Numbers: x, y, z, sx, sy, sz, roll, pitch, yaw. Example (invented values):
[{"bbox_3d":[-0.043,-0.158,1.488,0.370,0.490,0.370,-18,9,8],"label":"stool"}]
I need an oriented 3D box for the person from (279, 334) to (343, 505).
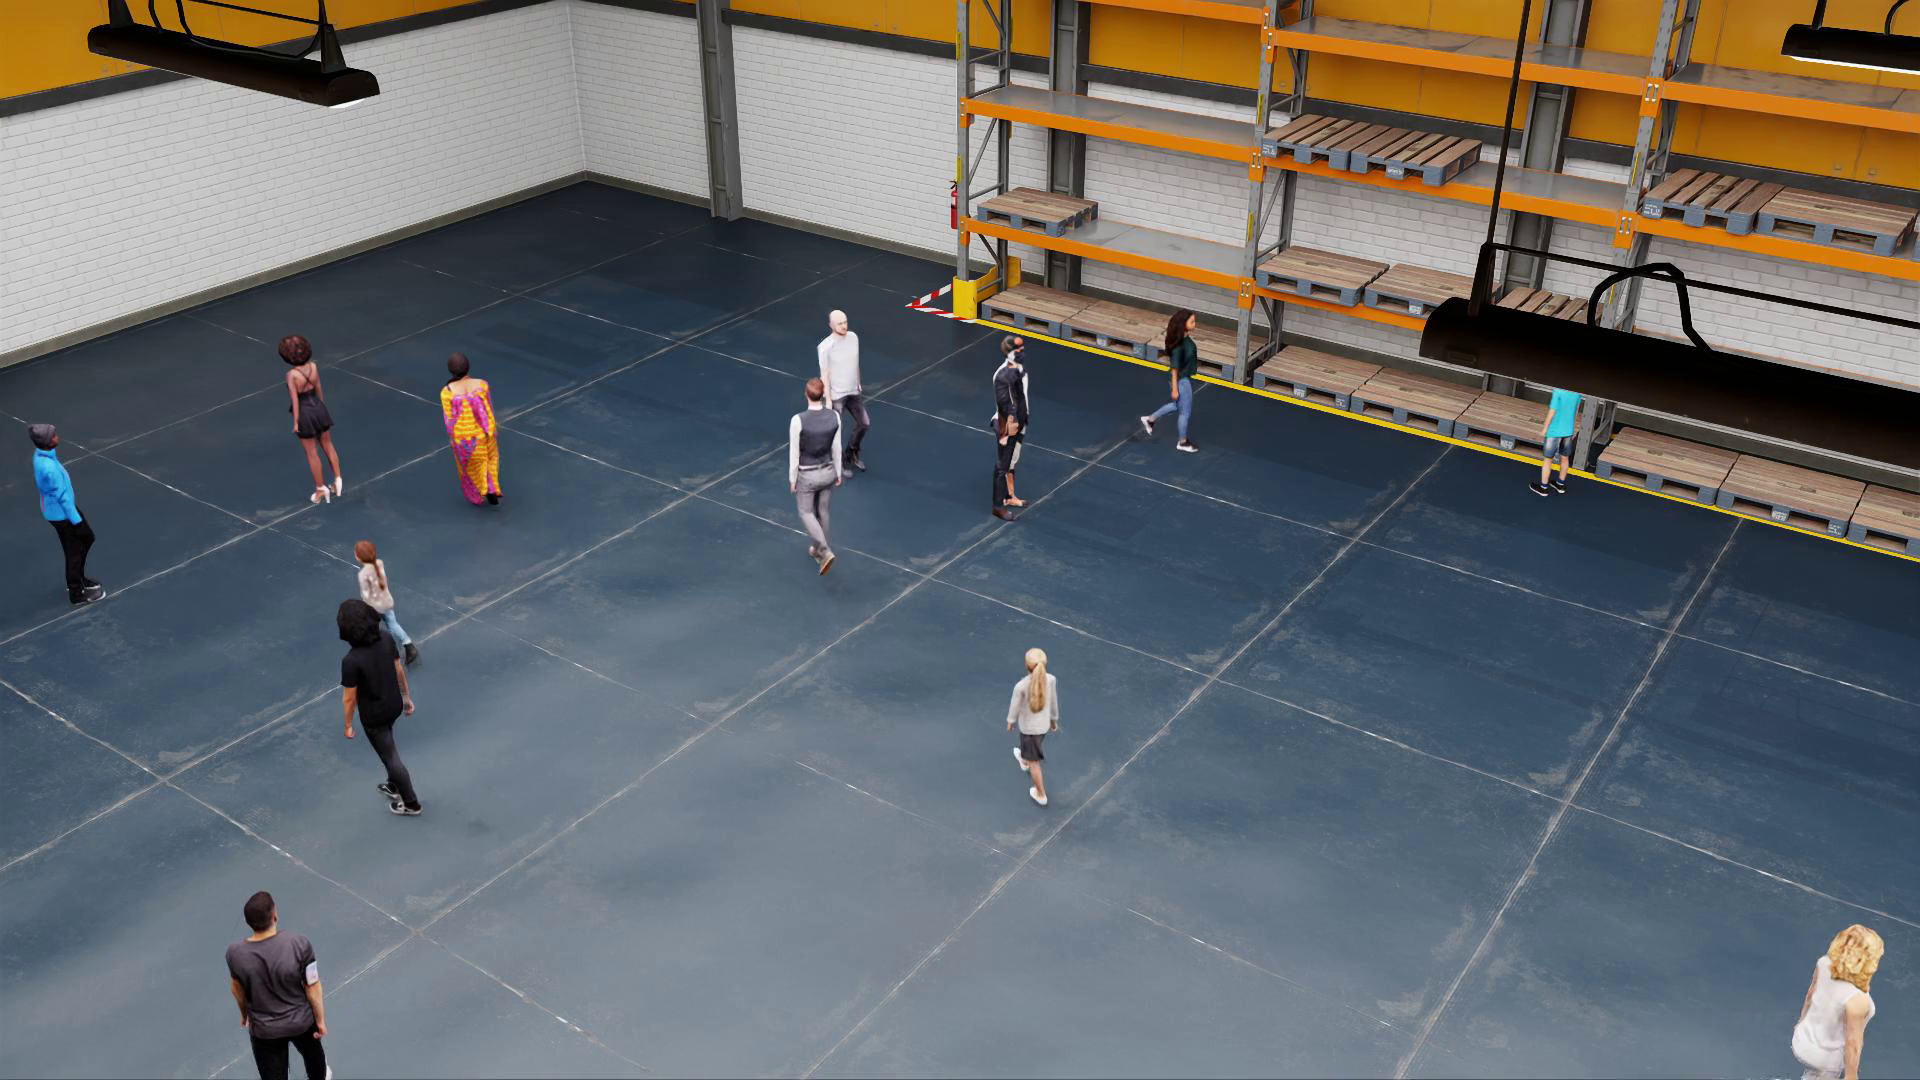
[{"bbox_3d":[-6.493,-1.212,16.647,0.580,1.788,0.601,13,31,22],"label":"person"}]

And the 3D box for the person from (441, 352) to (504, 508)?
[{"bbox_3d":[-4.842,-1.074,16.527,0.907,1.661,1.030,-12,31,-21],"label":"person"}]

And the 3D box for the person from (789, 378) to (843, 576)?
[{"bbox_3d":[-1.306,-0.561,15.318,0.961,1.918,1.108,-12,31,-21],"label":"person"}]

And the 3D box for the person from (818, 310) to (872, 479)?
[{"bbox_3d":[-1.271,-1.545,17.221,0.756,1.823,0.718,-23,36,-36],"label":"person"}]

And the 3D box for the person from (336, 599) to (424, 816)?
[{"bbox_3d":[-4.155,1.244,12.105,0.779,1.827,0.710,13,31,22],"label":"person"}]

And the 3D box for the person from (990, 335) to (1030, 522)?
[{"bbox_3d":[0.497,-1.136,16.402,0.650,1.890,0.734,12,31,21],"label":"person"}]

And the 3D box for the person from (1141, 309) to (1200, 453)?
[{"bbox_3d":[2.283,-1.711,17.760,0.965,1.599,0.737,10,30,17],"label":"person"}]

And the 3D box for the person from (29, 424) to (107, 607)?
[{"bbox_3d":[-8.081,-0.200,14.798,0.771,1.783,0.642,-19,34,-31],"label":"person"}]

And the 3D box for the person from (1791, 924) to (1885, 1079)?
[{"bbox_3d":[4.776,2.839,9.351,0.728,1.663,0.693,0,29,1],"label":"person"}]

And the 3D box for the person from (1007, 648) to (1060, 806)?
[{"bbox_3d":[0.577,1.407,12.415,0.768,1.244,0.933,-13,31,-23],"label":"person"}]

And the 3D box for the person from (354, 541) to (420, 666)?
[{"bbox_3d":[-4.877,0.545,14.063,0.836,1.177,0.542,14,32,24],"label":"person"}]

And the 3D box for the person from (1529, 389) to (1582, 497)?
[{"bbox_3d":[6.096,-1.144,16.875,0.605,1.451,0.639,-9,30,-15],"label":"person"}]

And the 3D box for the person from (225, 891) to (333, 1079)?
[{"bbox_3d":[-3.839,2.784,9.380,1.091,1.733,1.231,-9,30,-16],"label":"person"}]
